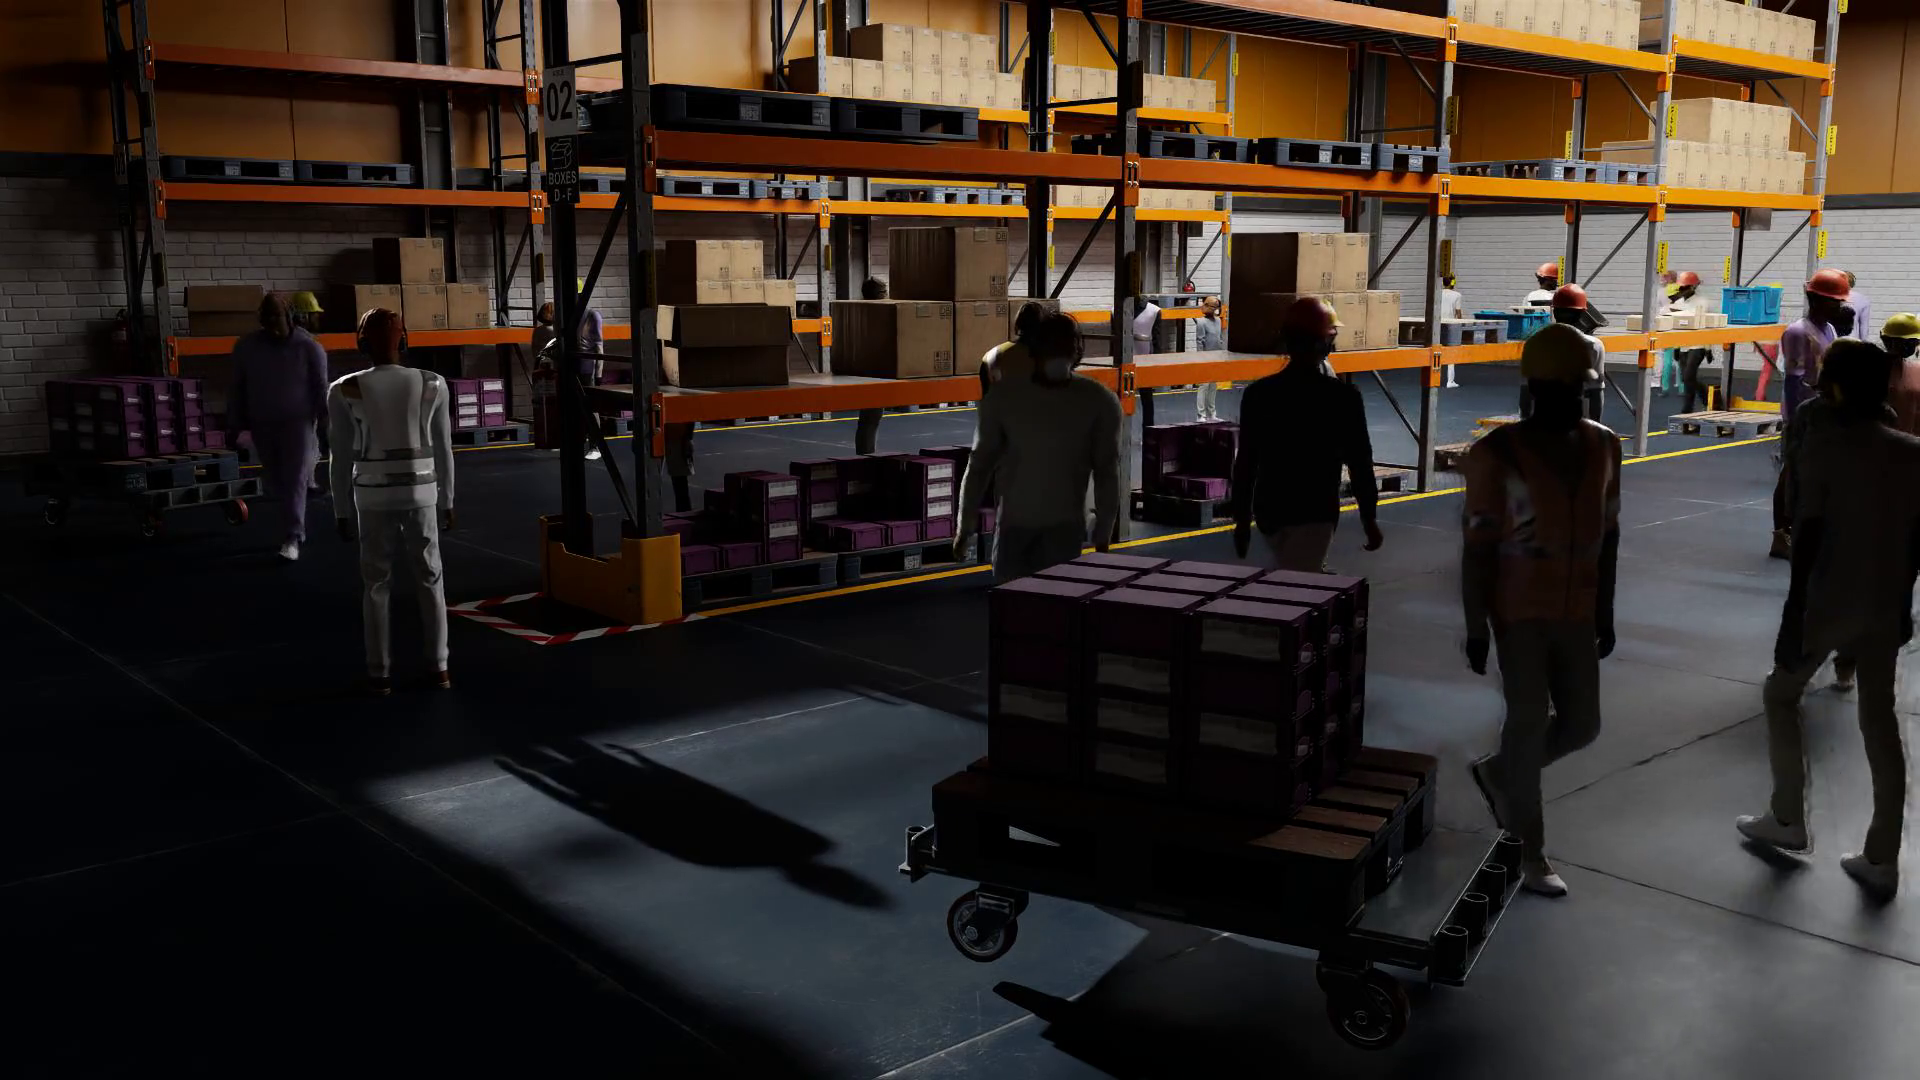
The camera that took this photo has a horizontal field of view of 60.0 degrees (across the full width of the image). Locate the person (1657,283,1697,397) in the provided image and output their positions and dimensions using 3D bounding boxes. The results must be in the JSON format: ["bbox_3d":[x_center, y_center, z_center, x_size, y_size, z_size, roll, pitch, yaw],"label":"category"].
[{"bbox_3d":[10.866,-2.995,25.027,0.691,1.717,0.321,0,10,-1],"label":"person"}]

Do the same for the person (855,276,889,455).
[{"bbox_3d":[-0.808,-1.462,15.400,0.372,1.940,0.627,-2,10,-10],"label":"person"}]

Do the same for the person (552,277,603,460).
[{"bbox_3d":[-3.997,-1.785,17.359,0.592,1.919,0.398,4,10,22],"label":"person"}]

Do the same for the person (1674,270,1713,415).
[{"bbox_3d":[9.518,-2.495,21.440,0.814,1.956,0.636,-2,10,-14],"label":"person"}]

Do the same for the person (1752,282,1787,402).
[{"bbox_3d":[11.540,-2.775,23.629,0.442,1.751,0.538,-1,10,-8],"label":"person"}]

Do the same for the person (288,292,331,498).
[{"bbox_3d":[-5.719,-1.262,14.586,0.442,1.813,0.616,-6,11,-32],"label":"person"}]

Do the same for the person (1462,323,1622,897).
[{"bbox_3d":[1.952,0.216,5.659,0.601,1.907,0.541,-3,10,-17],"label":"person"}]

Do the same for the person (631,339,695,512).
[{"bbox_3d":[-2.091,-0.714,11.732,0.529,1.694,0.321,4,10,21],"label":"person"}]

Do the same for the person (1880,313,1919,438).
[{"bbox_3d":[6.117,-0.612,10.955,0.518,1.756,0.348,-3,10,-19],"label":"person"}]

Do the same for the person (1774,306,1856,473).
[{"bbox_3d":[7.917,-1.312,15.274,0.596,1.673,0.539,2,10,10],"label":"person"}]

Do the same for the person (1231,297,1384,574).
[{"bbox_3d":[1.549,-0.118,7.547,1.068,1.941,0.614,-8,13,-40],"label":"person"}]

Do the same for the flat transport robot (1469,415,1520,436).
[{"bbox_3d":[6.650,-1.343,19.577,1.431,0.197,0.652,-9,13,-44],"label":"flat transport robot"}]

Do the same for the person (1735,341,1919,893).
[{"bbox_3d":[3.014,0.235,5.739,0.607,1.836,0.729,-2,10,-10],"label":"person"}]

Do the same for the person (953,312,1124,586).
[{"bbox_3d":[0.367,-0.074,7.432,0.733,1.891,0.788,1,10,9],"label":"person"}]

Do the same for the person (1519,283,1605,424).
[{"bbox_3d":[4.153,-0.796,11.505,0.551,1.935,0.375,5,11,27],"label":"person"}]

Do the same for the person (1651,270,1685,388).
[{"bbox_3d":[11.461,-3.410,26.926,0.651,1.907,0.405,-2,10,-12],"label":"person"}]

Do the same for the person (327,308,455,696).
[{"bbox_3d":[-2.745,-0.180,8.075,0.580,1.879,0.347,-5,11,-26],"label":"person"}]

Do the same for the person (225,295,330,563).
[{"bbox_3d":[-4.788,-0.789,11.712,0.648,1.855,0.986,0,10,-2],"label":"person"}]

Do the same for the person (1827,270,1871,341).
[{"bbox_3d":[11.580,-2.568,21.872,0.634,1.937,0.354,3,10,15],"label":"person"}]

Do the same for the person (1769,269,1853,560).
[{"bbox_3d":[5.982,-0.873,11.671,0.605,2.034,0.392,-8,13,-40],"label":"person"}]

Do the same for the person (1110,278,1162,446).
[{"bbox_3d":[1.970,-2.003,18.666,0.592,1.909,0.408,4,11,24],"label":"person"}]

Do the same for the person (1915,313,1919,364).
[{"bbox_3d":[13.422,-2.601,22.940,0.309,1.640,0.513,-6,11,-30],"label":"person"}]

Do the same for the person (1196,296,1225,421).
[{"bbox_3d":[3.174,-2.279,21.105,0.299,1.622,0.503,8,13,40],"label":"person"}]

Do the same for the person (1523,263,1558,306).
[{"bbox_3d":[7.221,-2.402,20.606,0.394,2.040,0.610,-4,10,-20],"label":"person"}]

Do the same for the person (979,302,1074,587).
[{"bbox_3d":[0.440,-0.584,10.569,0.628,1.837,0.429,3,10,17],"label":"person"}]

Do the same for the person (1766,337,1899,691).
[{"bbox_3d":[4.298,-0.129,8.188,0.483,1.736,0.311,9,13,42],"label":"person"}]

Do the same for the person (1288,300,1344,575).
[{"bbox_3d":[2.343,-0.659,10.999,0.403,1.835,0.586,0,10,1],"label":"person"}]

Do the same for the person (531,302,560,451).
[{"bbox_3d":[-4.494,-1.783,18.201,0.493,1.625,0.276,8,13,40],"label":"person"}]

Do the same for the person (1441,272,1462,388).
[{"bbox_3d":[7.883,-3.404,26.981,0.526,1.865,0.315,6,12,33],"label":"person"}]
